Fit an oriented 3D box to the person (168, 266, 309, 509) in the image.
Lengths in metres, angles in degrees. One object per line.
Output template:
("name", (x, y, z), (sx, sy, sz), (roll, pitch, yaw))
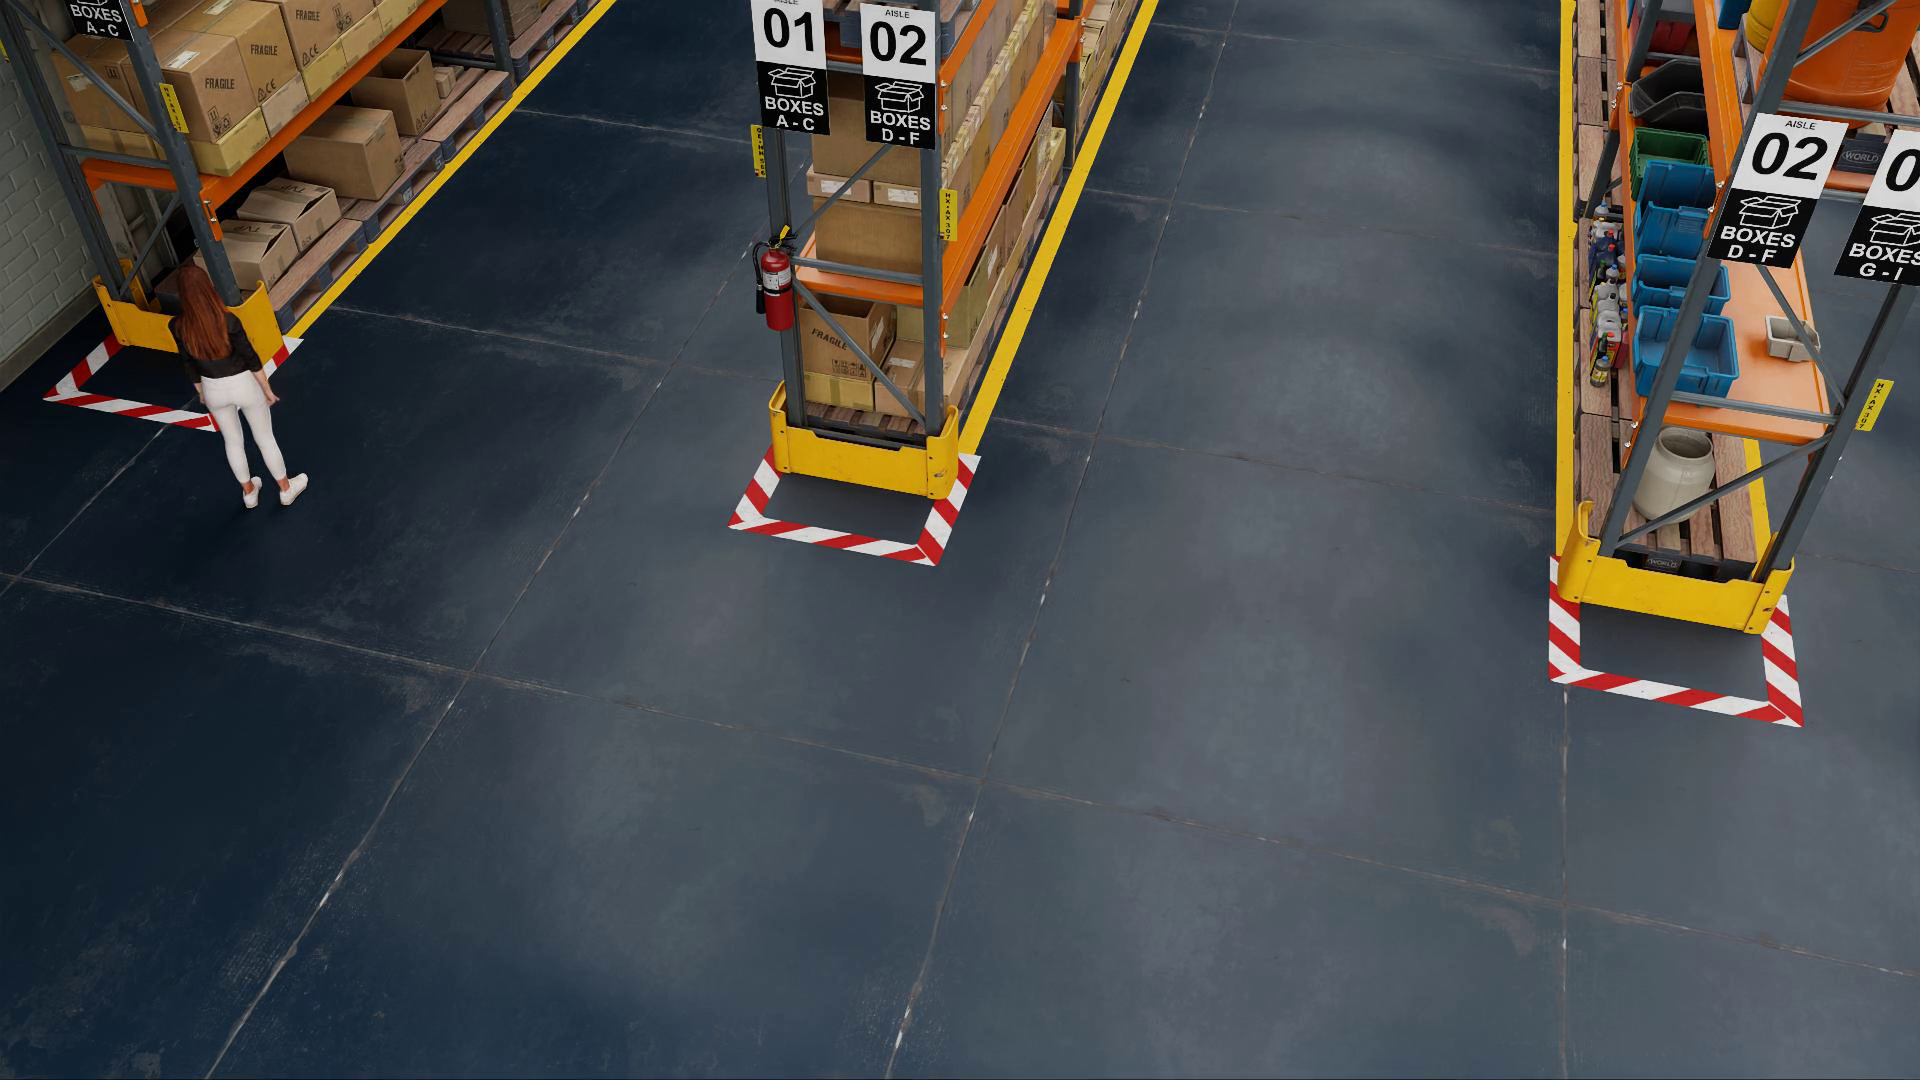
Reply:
("person", (-4.363, -0.903, 9.961), (0.668, 1.704, 0.628), (-2, 43, -2))
